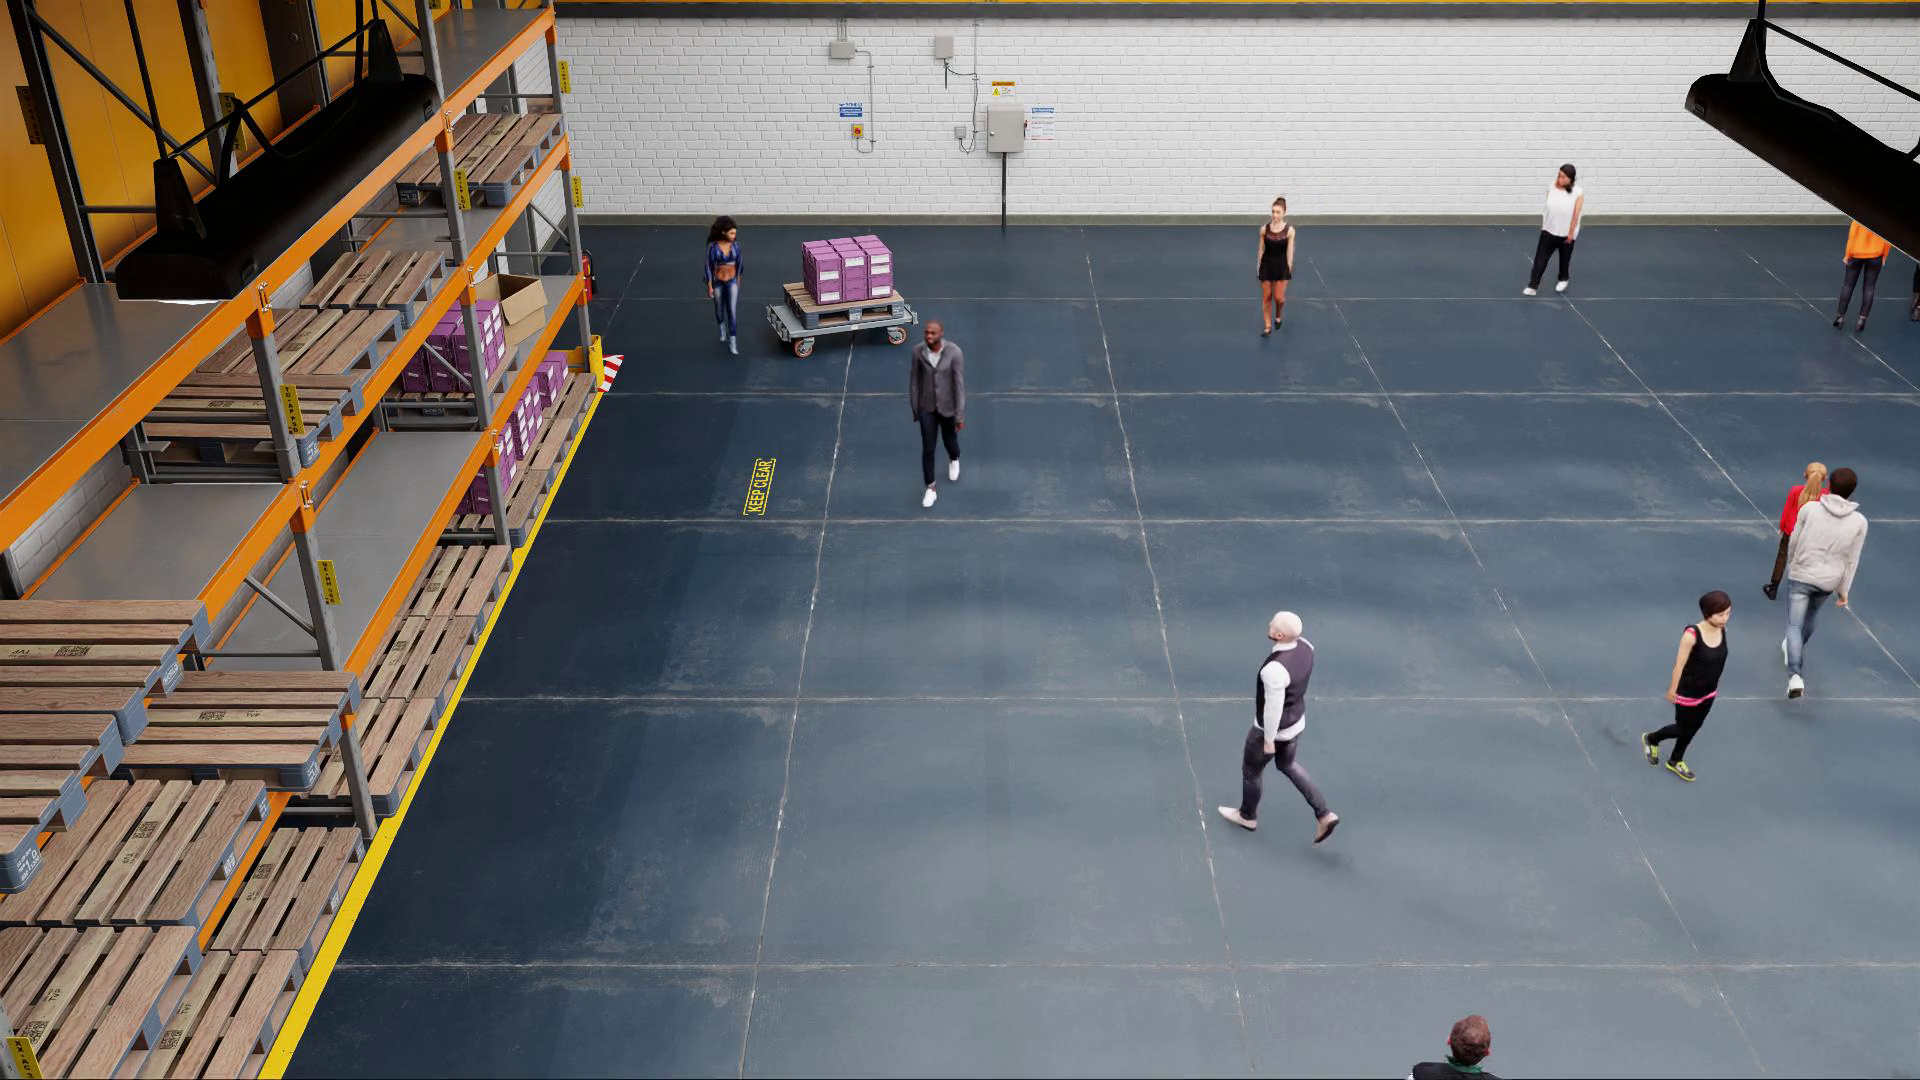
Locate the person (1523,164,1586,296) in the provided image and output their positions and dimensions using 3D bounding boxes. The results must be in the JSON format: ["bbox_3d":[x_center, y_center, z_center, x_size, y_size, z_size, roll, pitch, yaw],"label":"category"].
[{"bbox_3d":[7.541,-3.875,20.817,1.101,1.652,1.167,25,38,38],"label":"person"}]

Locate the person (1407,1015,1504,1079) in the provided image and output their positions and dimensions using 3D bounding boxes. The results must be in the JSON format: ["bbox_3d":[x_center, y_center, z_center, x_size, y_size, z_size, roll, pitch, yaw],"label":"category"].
[{"bbox_3d":[2.314,3.035,7.957,0.732,1.835,0.755,11,30,19],"label":"person"}]

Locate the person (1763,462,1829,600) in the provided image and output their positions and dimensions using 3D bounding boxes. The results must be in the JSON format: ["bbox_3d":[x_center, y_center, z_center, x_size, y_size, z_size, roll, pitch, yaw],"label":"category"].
[{"bbox_3d":[7.194,-0.073,14.234,0.542,1.280,0.560,9,30,17],"label":"person"}]

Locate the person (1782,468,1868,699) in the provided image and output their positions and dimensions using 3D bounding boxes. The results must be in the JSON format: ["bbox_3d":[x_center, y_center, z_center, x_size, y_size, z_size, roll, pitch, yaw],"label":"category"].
[{"bbox_3d":[6.610,0.371,12.871,0.884,1.806,1.337,8,30,14],"label":"person"}]

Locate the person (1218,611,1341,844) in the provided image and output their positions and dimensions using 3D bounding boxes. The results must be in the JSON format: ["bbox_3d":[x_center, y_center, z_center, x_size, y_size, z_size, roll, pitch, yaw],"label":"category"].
[{"bbox_3d":[2.213,1.290,11.189,1.171,1.803,1.157,21,35,33],"label":"person"}]

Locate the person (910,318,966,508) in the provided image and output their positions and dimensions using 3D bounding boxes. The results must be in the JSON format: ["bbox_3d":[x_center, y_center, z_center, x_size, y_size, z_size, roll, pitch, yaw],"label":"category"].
[{"bbox_3d":[-0.176,-1.271,15.897,0.816,1.792,1.128,5,29,8],"label":"person"}]

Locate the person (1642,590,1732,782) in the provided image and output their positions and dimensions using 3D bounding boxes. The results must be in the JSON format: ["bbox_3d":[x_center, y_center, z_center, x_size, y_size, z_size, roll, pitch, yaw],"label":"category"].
[{"bbox_3d":[5.242,1.008,11.977,0.677,1.544,0.752,-14,32,-24],"label":"person"}]

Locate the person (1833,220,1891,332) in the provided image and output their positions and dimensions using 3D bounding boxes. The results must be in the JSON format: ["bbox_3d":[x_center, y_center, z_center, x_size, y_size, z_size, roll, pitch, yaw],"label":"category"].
[{"bbox_3d":[10.750,-3.346,19.745,0.700,1.749,0.690,12,31,21],"label":"person"}]

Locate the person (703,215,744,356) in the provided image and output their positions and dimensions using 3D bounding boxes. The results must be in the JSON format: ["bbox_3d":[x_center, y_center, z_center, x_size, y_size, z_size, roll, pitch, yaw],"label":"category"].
[{"bbox_3d":[-2.746,-2.968,19.234,0.783,1.576,1.060,-6,29,-11],"label":"person"}]

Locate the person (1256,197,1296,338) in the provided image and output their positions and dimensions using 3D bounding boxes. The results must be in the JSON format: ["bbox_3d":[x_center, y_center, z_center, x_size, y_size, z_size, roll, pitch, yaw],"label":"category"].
[{"bbox_3d":[3.731,-3.224,19.610,0.702,1.665,0.752,11,31,19],"label":"person"}]
